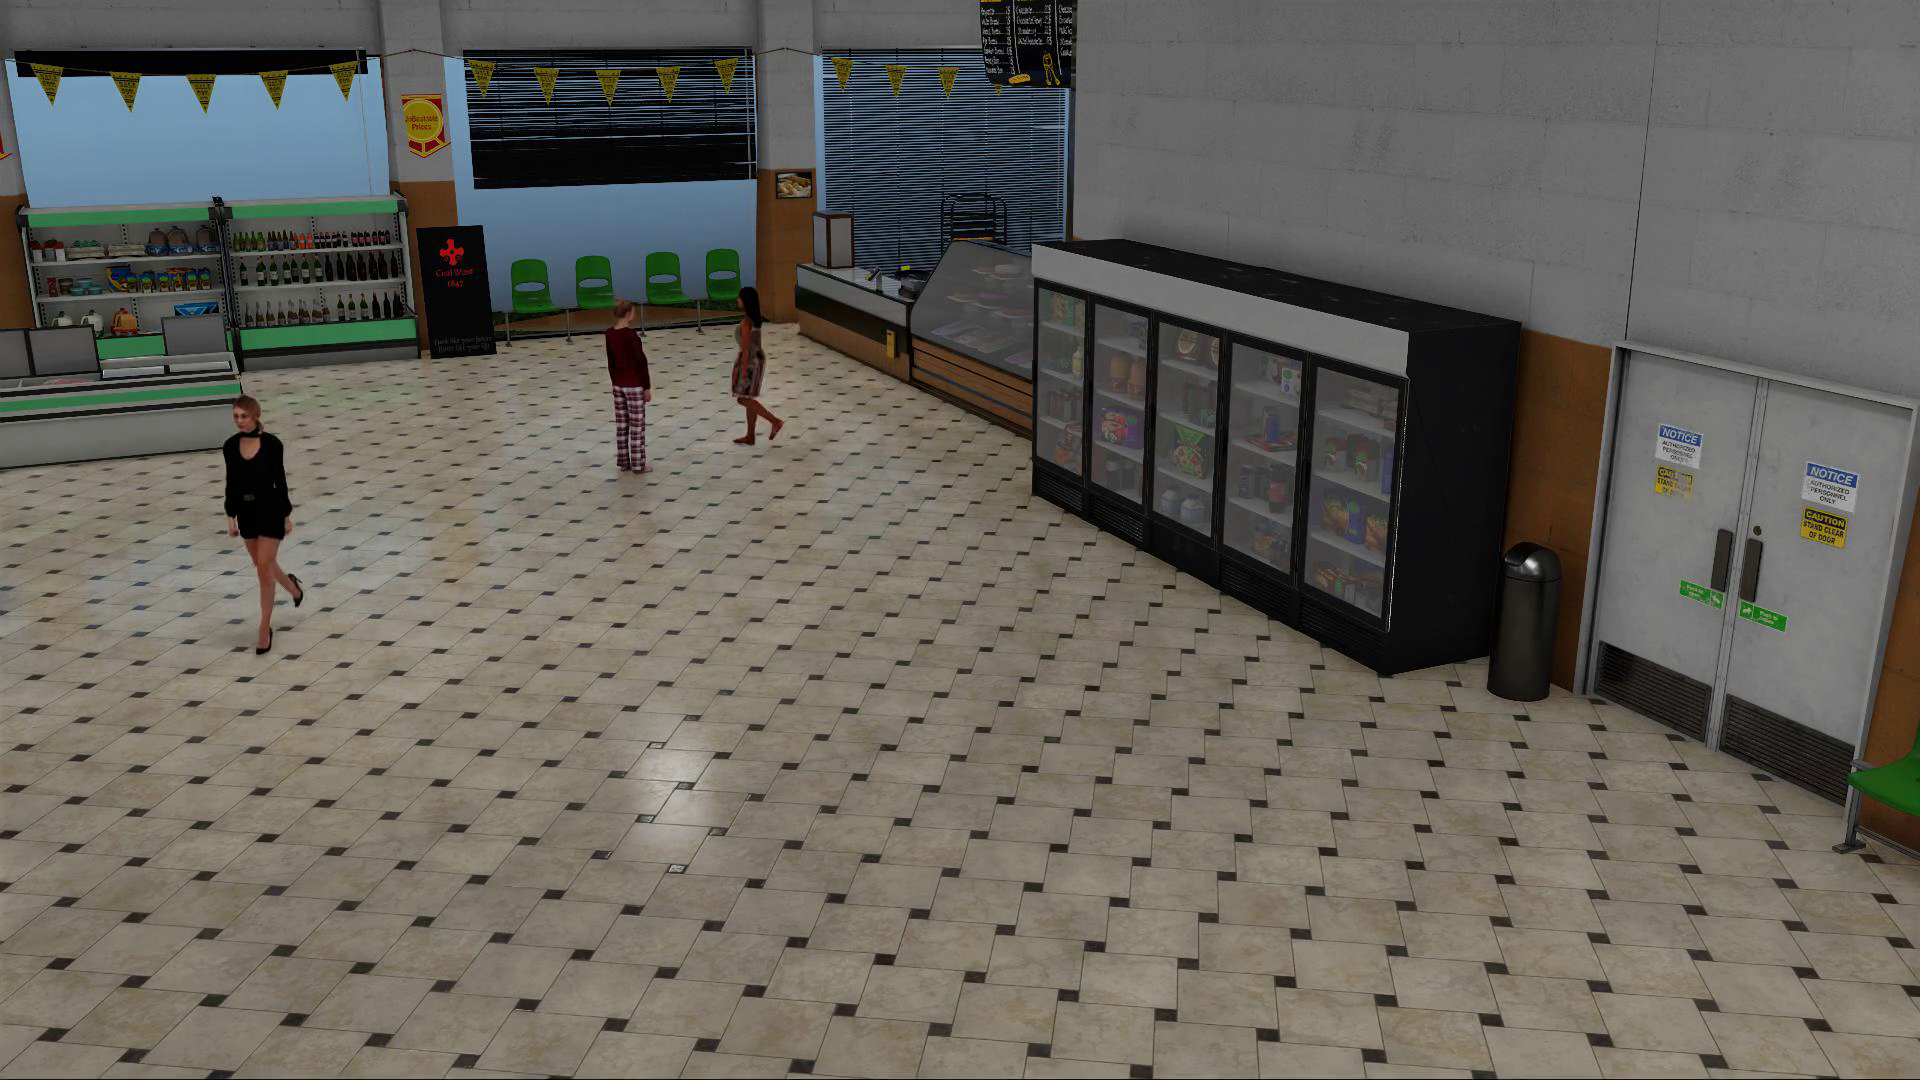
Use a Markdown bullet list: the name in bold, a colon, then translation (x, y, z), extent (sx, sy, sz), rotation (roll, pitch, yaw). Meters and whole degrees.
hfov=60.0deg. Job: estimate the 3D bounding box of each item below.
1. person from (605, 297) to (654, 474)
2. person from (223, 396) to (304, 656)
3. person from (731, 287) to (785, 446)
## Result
- **person**: translation (-3.188, -1.493, 16.003), extent (0.682, 1.703, 0.689), rotation (10, 20, 31)
- **person**: translation (-4.795, -0.138, 11.490), extent (1.132, 1.733, 0.977), rotation (0, 17, 1)
- **person**: translation (-2.064, -1.761, 16.997), extent (0.954, 1.639, 0.873), rotation (2, 17, 8)
